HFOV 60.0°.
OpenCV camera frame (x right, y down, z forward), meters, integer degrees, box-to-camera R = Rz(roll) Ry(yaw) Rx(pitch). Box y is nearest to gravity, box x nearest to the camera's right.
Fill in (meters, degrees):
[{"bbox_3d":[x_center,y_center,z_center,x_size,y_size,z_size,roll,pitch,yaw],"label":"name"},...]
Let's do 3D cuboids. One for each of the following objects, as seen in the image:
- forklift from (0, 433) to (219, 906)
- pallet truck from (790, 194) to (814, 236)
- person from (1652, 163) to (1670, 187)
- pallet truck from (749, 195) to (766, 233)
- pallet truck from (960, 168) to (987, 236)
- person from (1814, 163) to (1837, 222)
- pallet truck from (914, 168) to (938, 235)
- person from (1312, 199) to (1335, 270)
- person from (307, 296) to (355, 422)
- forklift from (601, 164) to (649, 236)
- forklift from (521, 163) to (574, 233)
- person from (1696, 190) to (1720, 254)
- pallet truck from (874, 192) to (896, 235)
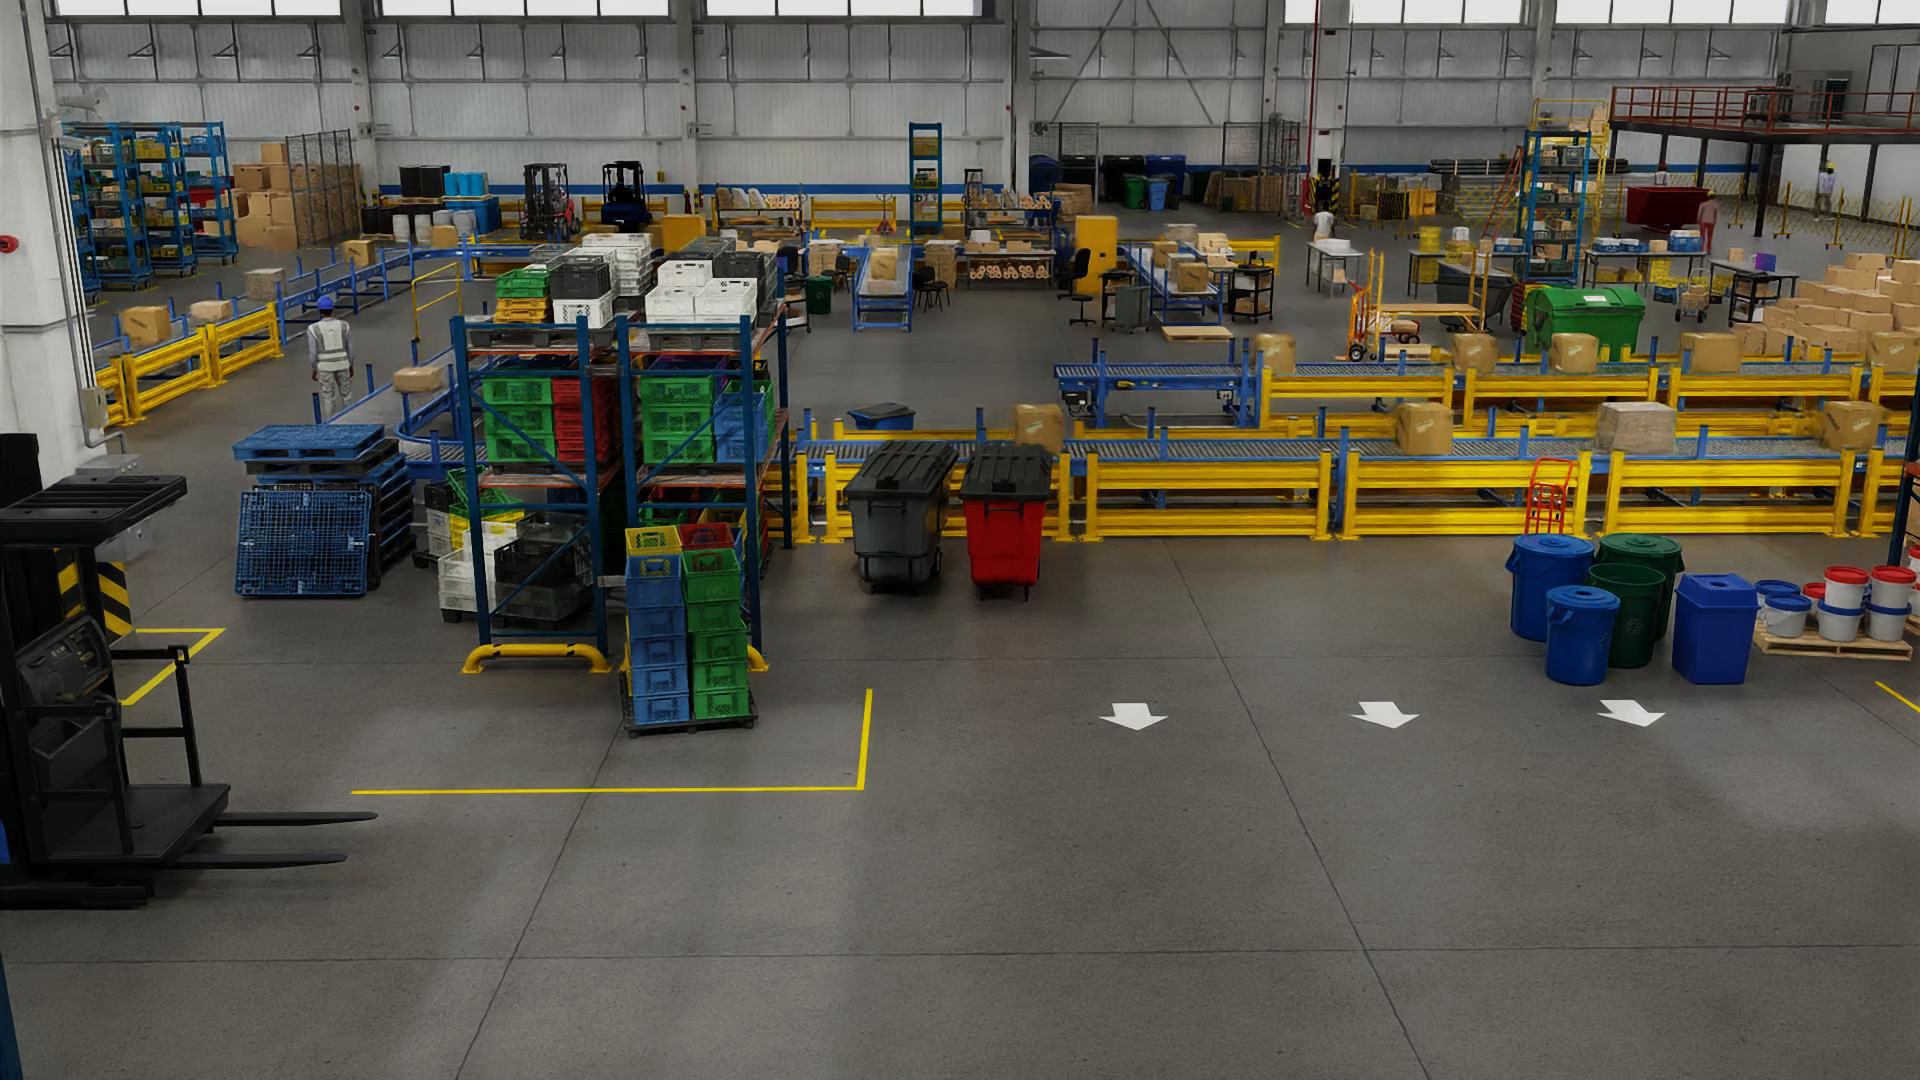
[{"bbox_3d":[-5.952,0.780,10.366,1.873,2.768,1.129,0,16,-1],"label":"forklift"},{"bbox_3d":[-4.814,-9.883,50.259,0.704,1.261,1.522,-1,16,-3],"label":"pallet truck"},{"bbox_3d":[22.929,-11.380,54.409,0.355,1.882,0.575,-12,20,-36],"label":"person"},{"bbox_3d":[-6.051,-9.967,50.660,0.680,1.201,1.601,0,16,-1],"label":"pallet truck"},{"bbox_3d":[0.383,-10.230,50.206,0.823,1.965,1.885,-1,16,-3],"label":"pallet truck"},{"bbox_3d":[28.261,-11.314,54.185,0.613,1.883,0.953,-2,16,-7],"label":"person"},{"bbox_3d":[-0.989,-10.316,50.507,0.823,1.965,1.885,1,16,3],"label":"pallet truck"},{"bbox_3d":[8.859,-7.328,40.376,0.526,1.853,0.448,14,21,39],"label":"person"},{"bbox_3d":[-8.725,-2.415,23.131,0.601,1.948,0.386,-12,20,-36],"label":"person"},{"bbox_3d":[-9.948,-10.127,49.296,1.157,1.987,2.680,-1,16,-3],"label":"forklift"},{"bbox_3d":[-12.233,-10.122,49.298,1.157,1.987,2.680,0,16,-1],"label":"forklift"},{"bbox_3d":[20.128,-8.545,44.815,0.537,1.741,0.746,5,17,18],"label":"person"},{"bbox_3d":[-2.277,-9.986,50.594,0.653,1.274,1.630,0,16,-1],"label":"pallet truck"}]
